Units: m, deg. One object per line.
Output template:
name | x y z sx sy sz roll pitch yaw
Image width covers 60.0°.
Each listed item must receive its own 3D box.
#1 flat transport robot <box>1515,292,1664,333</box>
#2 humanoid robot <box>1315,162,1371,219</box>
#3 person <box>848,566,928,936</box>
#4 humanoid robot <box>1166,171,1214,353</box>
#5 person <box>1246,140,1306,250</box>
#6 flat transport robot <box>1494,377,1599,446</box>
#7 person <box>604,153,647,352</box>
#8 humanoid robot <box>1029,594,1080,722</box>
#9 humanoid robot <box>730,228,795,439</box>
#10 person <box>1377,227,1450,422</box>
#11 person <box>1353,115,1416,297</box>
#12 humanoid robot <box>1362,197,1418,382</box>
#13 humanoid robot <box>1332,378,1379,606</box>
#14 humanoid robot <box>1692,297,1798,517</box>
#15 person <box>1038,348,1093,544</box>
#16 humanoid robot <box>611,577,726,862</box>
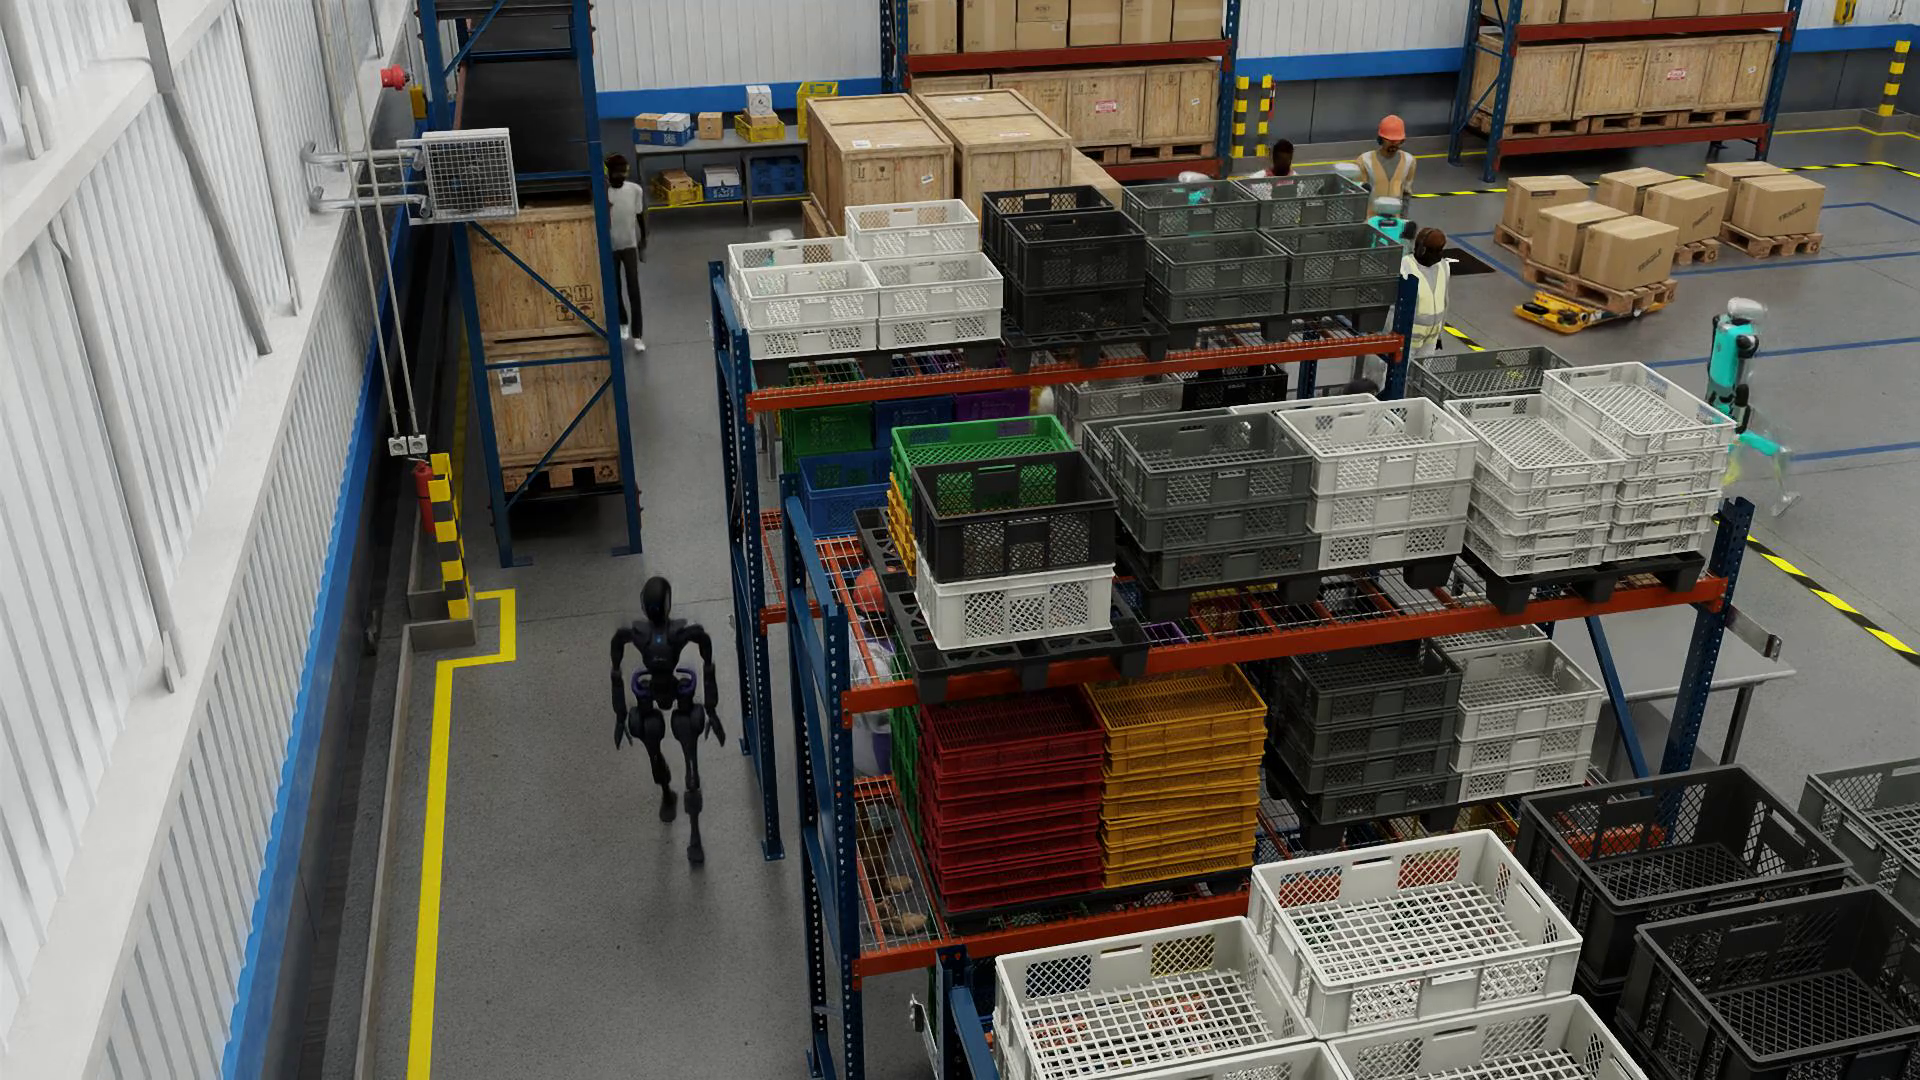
flat transport robot | 6.262 -2.362 16.499 1.431 0.197 0.652 -16 32 -28
humanoid robot | 3.548 -2.476 15.239 0.537 1.844 0.744 -7 29 -12
person | -0.374 1.025 8.200 0.375 2.045 0.604 -5 28 -10
humanoid robot | 2.242 -2.527 15.296 0.794 1.806 0.540 -20 34 -33
person | 2.938 -2.852 15.715 0.599 1.889 0.752 -4 28 -8
flat transport robot | 4.780 -1.036 14.013 0.659 0.231 1.431 -6 28 -12
person | -3.149 -2.648 15.400 0.532 1.823 0.945 -6 28 -11
humanoid robot | 0.454 0.916 8.797 0.450 1.638 0.599 4 28 7
humanoid robot | -1.624 -1.577 13.589 0.721 1.902 0.544 -12 30 -21
person | 3.686 -1.647 13.498 0.629 1.835 0.429 -14 31 -25
person | 4.022 -3.047 15.926 0.605 2.045 0.387 -4 28 -8
humanoid robot | 3.612 -1.960 14.210 0.533 1.736 1.001 3 28 5
humanoid robot | 2.566 -0.293 11.098 0.563 1.635 0.599 -14 31 -25
humanoid robot | 5.936 -0.941 12.292 0.967 1.772 0.538 -1 28 -2
person | 0.762 -0.491 11.298 0.511 1.836 0.378 -20 34 -33
humanoid robot | -1.555 0.918 8.828 0.593 1.621 0.759 -3 28 -6
